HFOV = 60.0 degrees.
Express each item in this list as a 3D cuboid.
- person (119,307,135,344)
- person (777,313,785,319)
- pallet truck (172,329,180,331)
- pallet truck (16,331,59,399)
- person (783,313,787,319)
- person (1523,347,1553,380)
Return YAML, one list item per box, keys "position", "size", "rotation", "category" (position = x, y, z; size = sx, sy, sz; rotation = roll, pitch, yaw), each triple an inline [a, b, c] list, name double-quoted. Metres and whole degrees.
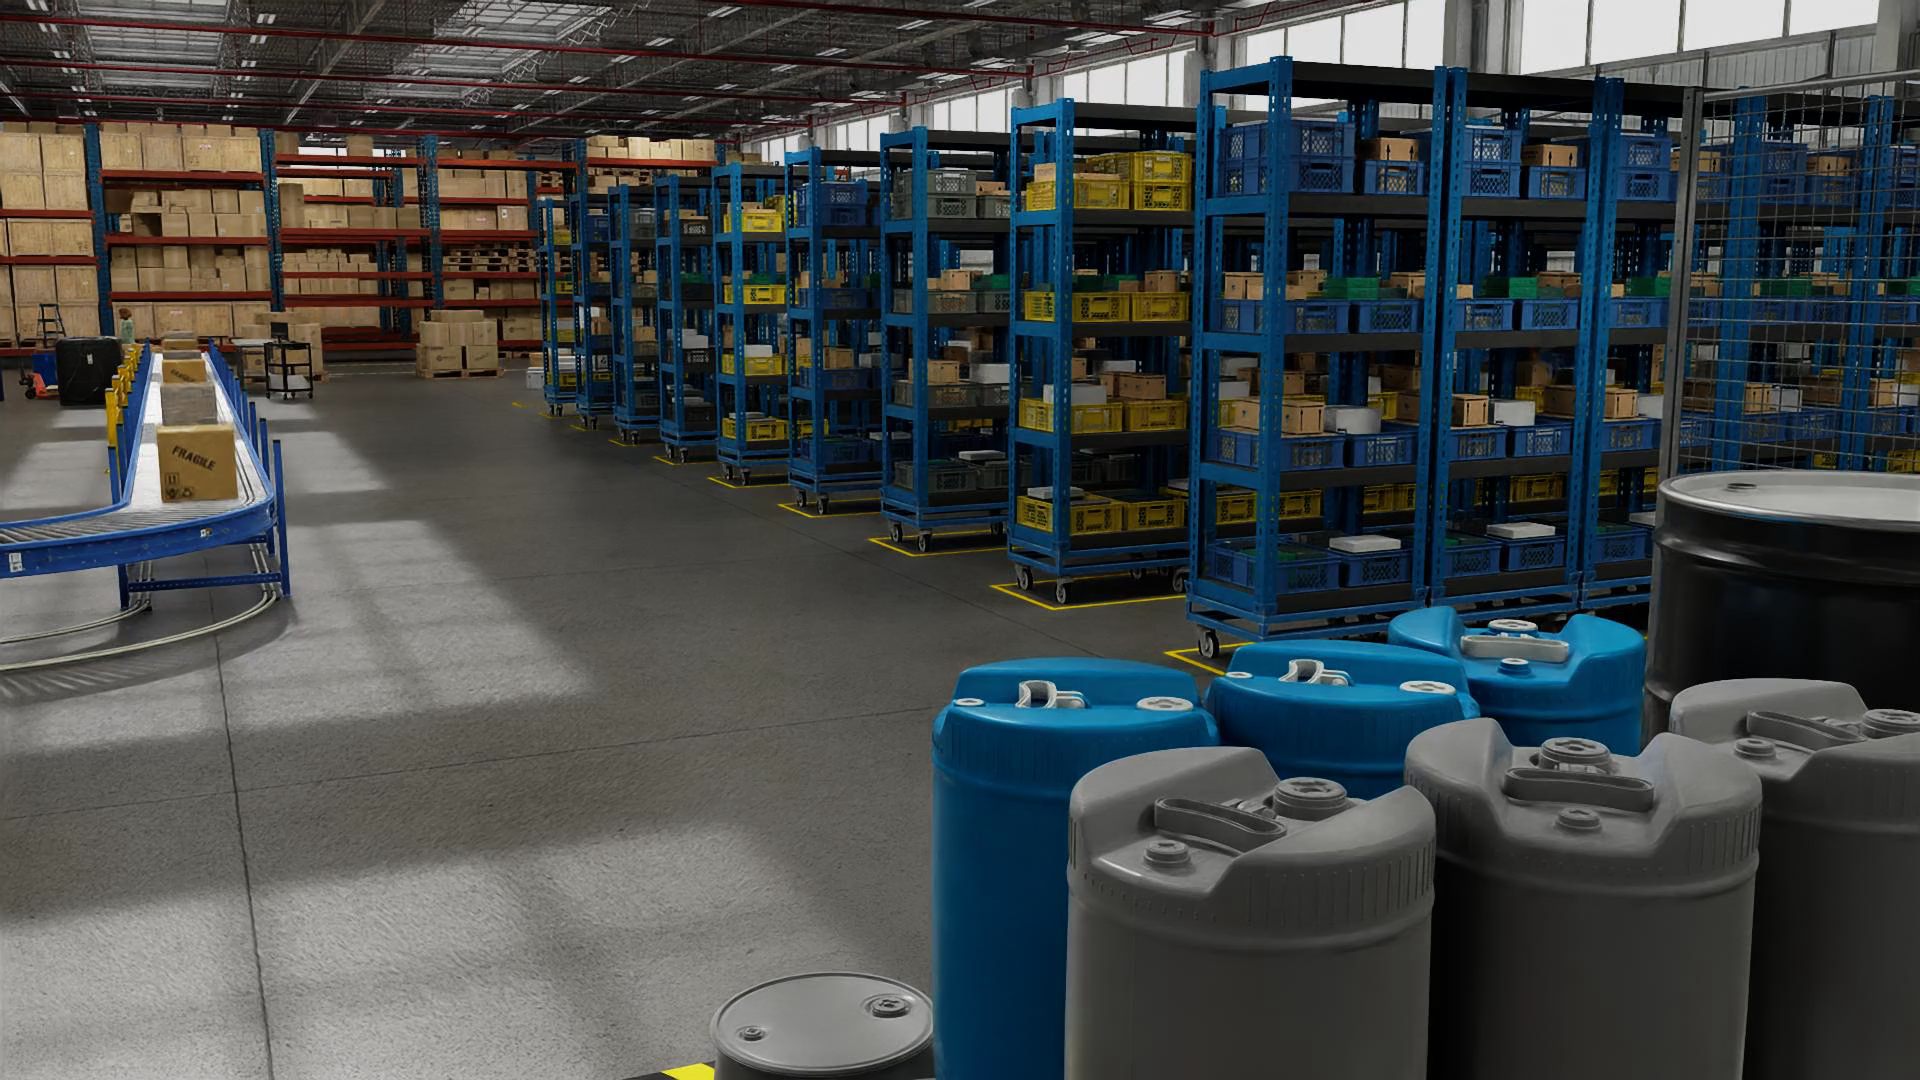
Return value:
- position: [-18.415, -4.328, 36.796]
  size: [0.499, 1.632, 0.285]
  rotation: [8, 12, 42]
  category: "person"
- position: [-4.915, -6.051, 46.572]
  size: [0.620, 1.934, 0.496]
  rotation: [6, 11, 31]
  category: "person"
- position: [-17.275, -3.851, 35.096]
  size: [1.601, 1.201, 0.680]
  rotation: [0, 9, 1]
  category: "pallet truck"
- position: [-17.082, -3.353, 31.781]
  size: [1.630, 1.274, 0.653]
  rotation: [-4, 10, -25]
  category: "pallet truck"
- position: [-3.264, -3.799, 32.668]
  size: [0.409, 1.907, 0.651]
  rotation: [0, 9, -3]
  category: "person"
- position: [5.616, -1.095, 16.234]
  size: [0.655, 1.804, 0.676]
  rotation: [-1, 9, -3]
  category: "person"
